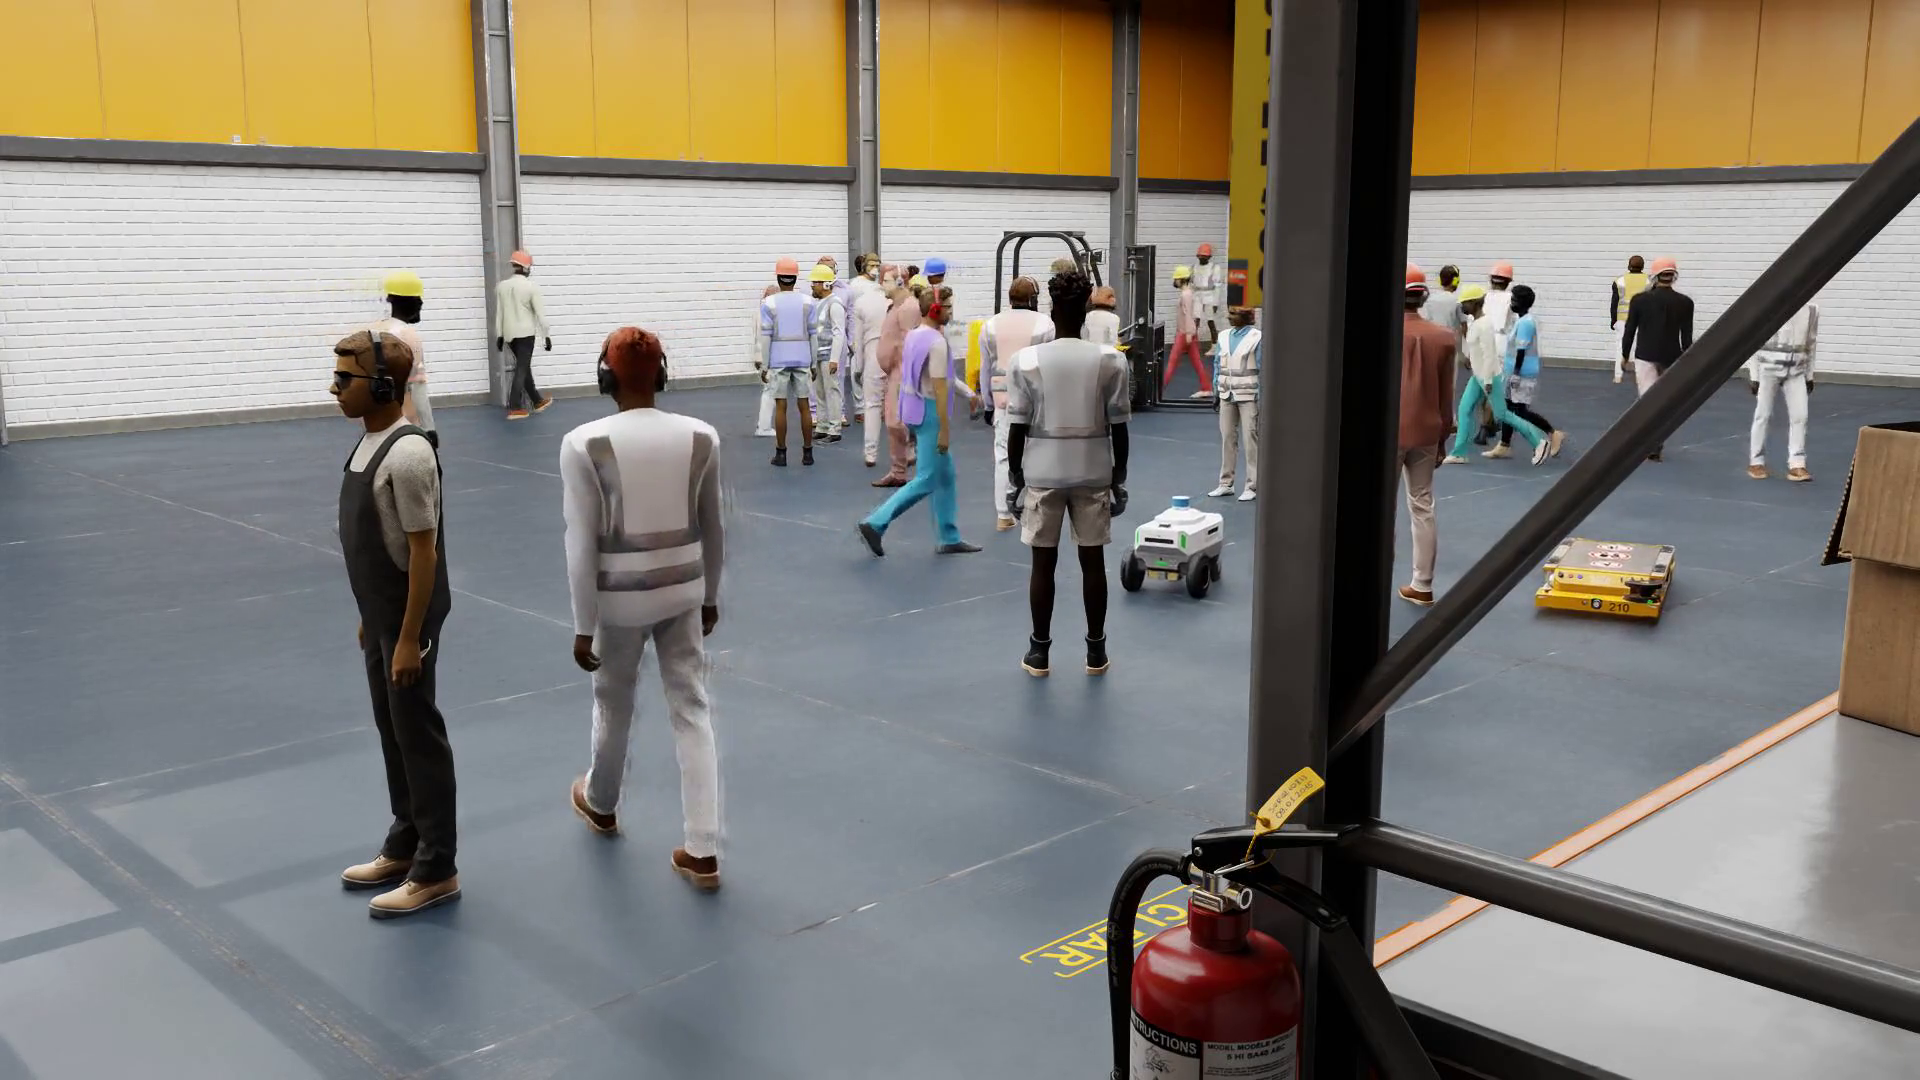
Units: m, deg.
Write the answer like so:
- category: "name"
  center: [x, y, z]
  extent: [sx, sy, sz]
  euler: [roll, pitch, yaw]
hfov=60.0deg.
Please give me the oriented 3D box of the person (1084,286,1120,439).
- category: "person"
  center: [1.496, -1.808, 17.173]
  extent: [0.503, 1.615, 0.500]
  euler: [10, 14, 44]

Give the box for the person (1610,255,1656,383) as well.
- category: "person"
  center: [9.731, -3.185, 24.048]
  extent: [0.633, 1.846, 0.429]
  euler: [4, 11, 19]

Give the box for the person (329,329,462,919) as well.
- category: "person"
  center: [-1.795, 0.260, 5.259]
  extent: [0.345, 1.846, 0.507]
  euler: [-7, 13, -34]

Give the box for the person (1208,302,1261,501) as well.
- category: "person"
  center: [2.257, -1.127, 13.426]
  extent: [0.314, 1.645, 0.525]
  euler: [-9, 14, -41]

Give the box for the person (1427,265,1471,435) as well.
- category: "person"
  center: [5.126, -1.982, 17.533]
  extent: [0.882, 1.831, 0.527]
  euler: [-6, 12, -31]

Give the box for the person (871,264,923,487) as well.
- category: "person"
  center: [-0.441, -1.367, 14.001]
  extent: [0.543, 1.890, 0.662]
  euler: [-2, 11, -11]

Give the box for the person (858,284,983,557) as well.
- category: "person"
  center: [-0.273, -0.772, 10.972]
  extent: [0.829, 1.821, 0.577]
  euler: [-3, 11, -17]

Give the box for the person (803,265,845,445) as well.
- category: "person"
  center: [-1.394, -1.894, 17.039]
  extent: [0.404, 1.833, 0.592]
  euler: [-6, 12, -29]

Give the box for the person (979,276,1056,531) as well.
- category: "person"
  center: [0.454, -0.969, 11.974]
  extent: [0.624, 1.845, 0.430]
  euler: [5, 11, 24]

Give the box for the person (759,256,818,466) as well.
- category: "person"
  center: [-1.584, -1.647, 15.405]
  extent: [0.542, 1.939, 0.366]
  euler: [-3, 11, -15]

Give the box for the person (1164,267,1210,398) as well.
- category: "person"
  center: [2.874, -2.706, 21.778]
  extent: [0.918, 1.716, 0.556]
  euler: [2, 11, 10]

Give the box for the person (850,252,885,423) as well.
- category: "person"
  center: [-1.025, -2.302, 18.982]
  extent: [0.354, 1.935, 0.635]
  euler: [7, 12, 33]

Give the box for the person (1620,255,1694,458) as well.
- category: "person"
  center: [6.752, -1.772, 16.074]
  extent: [0.598, 1.949, 1.013]
  euler: [1, 10, 5]

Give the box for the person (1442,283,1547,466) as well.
- category: "person"
  center: [4.962, -1.526, 15.402]
  extent: [0.936, 1.706, 0.546]
  euler: [1, 10, 5]

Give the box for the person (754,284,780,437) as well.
- category: "person"
  center: [-1.980, -1.890, 17.610]
  extent: [0.434, 1.622, 0.526]
  euler: [-7, 12, -33]

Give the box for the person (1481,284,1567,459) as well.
- category: "person"
  center: [5.380, -1.574, 15.722]
  extent: [0.703, 1.672, 0.542]
  euler: [2, 11, 11]

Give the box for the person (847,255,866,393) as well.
- category: "person"
  center: [-1.300, -2.903, 22.442]
  extent: [0.510, 1.872, 0.328]
  euler: [9, 13, 39]

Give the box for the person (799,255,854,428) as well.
- category: "person"
  center: [-1.472, -2.207, 18.546]
  extent: [0.641, 1.908, 0.407]
  euler: [-4, 11, -19]

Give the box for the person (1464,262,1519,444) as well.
- category: "person"
  center: [5.525, -1.939, 17.252]
  extent: [0.544, 1.858, 1.033]
  euler: [5, 11, 25]

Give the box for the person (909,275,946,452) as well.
- category: "person"
  center: [-0.424, -1.715, 16.290]
  extent: [0.539, 1.743, 0.562]
  euler: [4, 11, 23]

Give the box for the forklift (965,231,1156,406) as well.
- category: "forklift"
  center: [1.222, -2.721, 20.561]
  extent: [2.313, 2.155, 1.214]
  euler: [2, 11, 13]

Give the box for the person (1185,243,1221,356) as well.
- category: "person"
  center: [4.239, -4.172, 29.034]
  extent: [0.622, 1.976, 1.084]
  euler: [7, 13, 34]

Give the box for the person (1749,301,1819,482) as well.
- category: "person"
  center: [7.149, -1.417, 14.361]
  extent: [0.594, 1.855, 0.807]
  euler: [0, 10, 0]

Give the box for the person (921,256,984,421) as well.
- category: "person"
  center: [-0.128, -2.194, 18.478]
  extent: [0.732, 1.908, 0.614]
  euler: [1, 10, 5]

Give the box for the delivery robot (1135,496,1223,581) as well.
- category: "delivery robot"
  center: [1.331, -0.022, 10.063]
  extent: [0.477, 0.478, 0.707]
  euler: [5, 12, 27]

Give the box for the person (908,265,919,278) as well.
- category: "person"
  center: [-0.723, -3.202, 24.565]
  extent: [0.532, 1.690, 0.319]
  euler: [4, 11, 19]

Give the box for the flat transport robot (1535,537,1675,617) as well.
- category: "flat transport robot"
  center: [3.861, 0.199, 9.889]
  extent: [0.652, 0.197, 1.431]
  euler: [5, 12, 26]

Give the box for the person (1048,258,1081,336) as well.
- category: "person"
  center: [1.191, -2.083, 17.911]
  extent: [0.974, 1.900, 0.661]
  euler: [-1, 10, -8]

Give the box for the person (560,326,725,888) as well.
- category: "person"
  center: [-1.067, 0.204, 5.635]
  extent: [0.592, 1.825, 0.978]
  euler: [-6, 12, -30]

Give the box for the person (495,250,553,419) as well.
- category: "person"
  center: [-5.089, -2.429, 19.643]
  extent: [0.656, 1.945, 0.991]
  euler: [5, 12, 27]

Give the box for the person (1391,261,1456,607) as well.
- category: "person"
  center: [2.526, -0.594, 9.538]
  extent: [0.621, 1.986, 0.406]
  euler: [-3, 11, -16]

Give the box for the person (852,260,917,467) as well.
- category: "person"
  center: [-0.659, -1.625, 15.378]
  extent: [0.648, 1.905, 0.404]
  euler: [1, 10, 5]

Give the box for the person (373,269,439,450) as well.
- category: "person"
  center: [-3.604, -0.792, 10.810]
  extent: [0.441, 1.912, 0.588]
  euler: [-7, 12, -32]

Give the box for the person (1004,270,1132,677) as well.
- category: "person"
  center: [0.519, -0.311, 8.040]
  extent: [0.612, 1.965, 0.361]
  euler: [-1, 10, -3]
